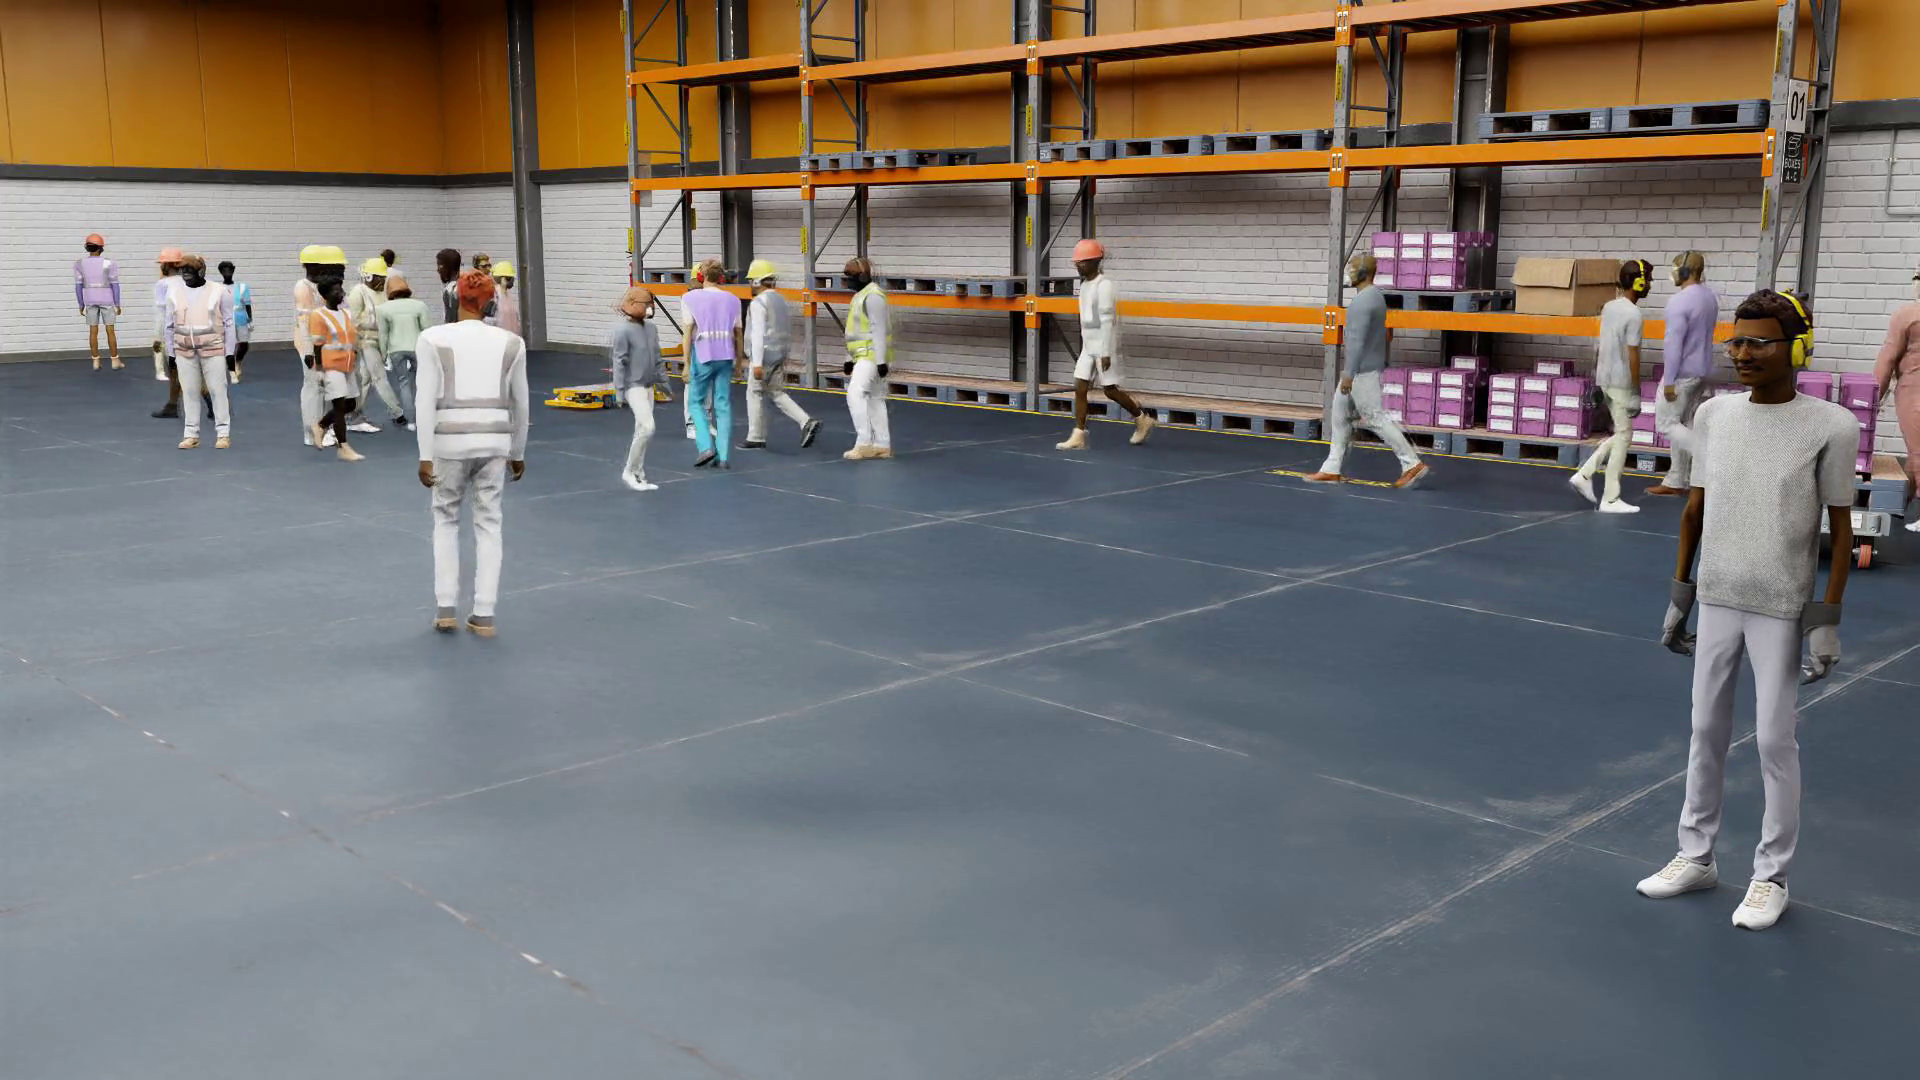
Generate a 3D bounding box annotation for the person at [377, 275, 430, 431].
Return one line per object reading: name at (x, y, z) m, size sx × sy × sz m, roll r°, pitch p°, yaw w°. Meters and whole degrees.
person at (-5.728, -1.932, 17.219) m, size 0.534 × 1.615 × 0.353 m, roll -4°, pitch 11°, yaw -19°

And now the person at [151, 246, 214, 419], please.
person at (-8.534, -2.262, 18.256) m, size 0.884 × 1.915 × 0.545 m, roll 2°, pitch 10°, yaw 8°

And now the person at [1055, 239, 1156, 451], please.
person at (1.382, -1.834, 15.688) m, size 0.962 × 2.004 × 0.596 m, roll -5°, pitch 11°, yaw -24°

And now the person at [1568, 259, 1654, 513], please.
person at (4.784, -1.107, 12.091) m, size 0.441 × 1.849 × 0.556 m, roll -1°, pitch 10°, yaw -5°

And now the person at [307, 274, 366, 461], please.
person at (-5.670, -1.545, 14.961) m, size 0.625 × 1.679 × 0.540 m, roll 4°, pitch 11°, yaw 19°

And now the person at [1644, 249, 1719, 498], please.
person at (5.576, -1.233, 12.625) m, size 0.632 × 1.924 × 0.636 m, roll -9°, pitch 14°, yaw -40°

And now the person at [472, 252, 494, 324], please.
person at (-5.938, -2.606, 20.382) m, size 0.604 × 1.818 × 0.545 m, roll 4°, pitch 11°, yaw 22°

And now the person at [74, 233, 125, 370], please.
person at (-13.011, -3.595, 25.141) m, size 0.609 × 2.044 × 0.394 m, roll -2°, pitch 11°, yaw -11°

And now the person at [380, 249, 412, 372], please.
person at (-8.446, -3.424, 24.810) m, size 0.908 × 1.829 × 0.505 m, roll 6°, pitch 12°, yaw 30°

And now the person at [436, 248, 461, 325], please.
person at (-4.718, -1.800, 15.745) m, size 0.442 × 1.896 × 0.624 m, roll 1°, pitch 10°, yaw 4°

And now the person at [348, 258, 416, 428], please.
person at (-6.078, -2.053, 17.449) m, size 0.935 × 1.775 × 0.602 m, roll 2°, pitch 11°, yaw 9°

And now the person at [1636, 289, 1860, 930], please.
person at (2.327, 0.204, 4.899) m, size 0.315 × 1.869 × 0.534 m, roll -8°, pitch 13°, yaw -36°

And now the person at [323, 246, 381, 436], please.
person at (-6.231, -1.985, 16.717) m, size 0.784 × 1.902 × 0.588 m, roll 1°, pitch 10°, yaw 7°

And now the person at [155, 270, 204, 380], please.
person at (-10.923, -2.996, 23.127) m, size 0.872 × 1.583 × 0.506 m, roll 5°, pitch 12°, yaw 27°

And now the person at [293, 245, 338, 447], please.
person at (-6.203, -1.869, 16.046) m, size 0.388 × 1.927 × 0.589 m, roll -1°, pitch 10°, yaw -5°

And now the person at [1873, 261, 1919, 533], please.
person at (6.590, -1.005, 11.505) m, size 0.655 × 1.865 × 0.960 m, roll -2°, pitch 11°, yaw -9°

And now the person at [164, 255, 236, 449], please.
person at (-7.203, -1.775, 15.771) m, size 0.632 × 1.840 × 0.429 m, roll -1°, pitch 10°, yaw -6°

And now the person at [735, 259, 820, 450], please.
person at (-1.731, -1.717, 15.581) m, size 0.760 × 1.805 × 0.596 m, roll 3°, pitch 11°, yaw 18°

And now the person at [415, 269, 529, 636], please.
person at (-2.473, -0.448, 8.508) m, size 0.611 × 1.846 × 0.537 m, roll -6°, pitch 12°, yaw -30°

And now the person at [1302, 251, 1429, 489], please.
person at (3.303, -1.350, 13.320) m, size 0.970 × 1.906 × 0.636 m, roll 3°, pitch 11°, yaw 18°

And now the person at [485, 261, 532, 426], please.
person at (-4.852, -2.070, 17.602) m, size 0.558 × 1.753 × 0.538 m, roll 4°, pitch 11°, yaw 23°

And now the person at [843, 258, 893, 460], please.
person at (-0.896, -1.627, 15.030) m, size 0.623 × 1.815 × 0.642 m, roll -2°, pitch 11°, yaw -12°

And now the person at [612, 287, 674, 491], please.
person at (-2.513, -1.185, 13.153) m, size 0.368 × 1.617 × 0.503 m, roll 4°, pitch 11°, yaw 19°

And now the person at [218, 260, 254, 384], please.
person at (-10.000, -2.990, 22.820) m, size 0.532 × 1.681 × 0.611 m, roll -7°, pitch 12°, yaw -33°

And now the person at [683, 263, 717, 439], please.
person at (-2.565, -1.882, 16.617) m, size 0.296 × 1.744 × 0.484 m, roll 6°, pitch 12°, yaw 29°

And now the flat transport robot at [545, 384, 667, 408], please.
flat transport robot at (-4.195, -1.736, 19.839) m, size 0.652 × 0.197 × 1.431 m, roll 7°, pitch 12°, yaw 33°

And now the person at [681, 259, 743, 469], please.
person at (-2.161, -1.527, 14.485) m, size 0.610 × 1.812 × 0.467 m, roll -6°, pitch 12°, yaw -30°
